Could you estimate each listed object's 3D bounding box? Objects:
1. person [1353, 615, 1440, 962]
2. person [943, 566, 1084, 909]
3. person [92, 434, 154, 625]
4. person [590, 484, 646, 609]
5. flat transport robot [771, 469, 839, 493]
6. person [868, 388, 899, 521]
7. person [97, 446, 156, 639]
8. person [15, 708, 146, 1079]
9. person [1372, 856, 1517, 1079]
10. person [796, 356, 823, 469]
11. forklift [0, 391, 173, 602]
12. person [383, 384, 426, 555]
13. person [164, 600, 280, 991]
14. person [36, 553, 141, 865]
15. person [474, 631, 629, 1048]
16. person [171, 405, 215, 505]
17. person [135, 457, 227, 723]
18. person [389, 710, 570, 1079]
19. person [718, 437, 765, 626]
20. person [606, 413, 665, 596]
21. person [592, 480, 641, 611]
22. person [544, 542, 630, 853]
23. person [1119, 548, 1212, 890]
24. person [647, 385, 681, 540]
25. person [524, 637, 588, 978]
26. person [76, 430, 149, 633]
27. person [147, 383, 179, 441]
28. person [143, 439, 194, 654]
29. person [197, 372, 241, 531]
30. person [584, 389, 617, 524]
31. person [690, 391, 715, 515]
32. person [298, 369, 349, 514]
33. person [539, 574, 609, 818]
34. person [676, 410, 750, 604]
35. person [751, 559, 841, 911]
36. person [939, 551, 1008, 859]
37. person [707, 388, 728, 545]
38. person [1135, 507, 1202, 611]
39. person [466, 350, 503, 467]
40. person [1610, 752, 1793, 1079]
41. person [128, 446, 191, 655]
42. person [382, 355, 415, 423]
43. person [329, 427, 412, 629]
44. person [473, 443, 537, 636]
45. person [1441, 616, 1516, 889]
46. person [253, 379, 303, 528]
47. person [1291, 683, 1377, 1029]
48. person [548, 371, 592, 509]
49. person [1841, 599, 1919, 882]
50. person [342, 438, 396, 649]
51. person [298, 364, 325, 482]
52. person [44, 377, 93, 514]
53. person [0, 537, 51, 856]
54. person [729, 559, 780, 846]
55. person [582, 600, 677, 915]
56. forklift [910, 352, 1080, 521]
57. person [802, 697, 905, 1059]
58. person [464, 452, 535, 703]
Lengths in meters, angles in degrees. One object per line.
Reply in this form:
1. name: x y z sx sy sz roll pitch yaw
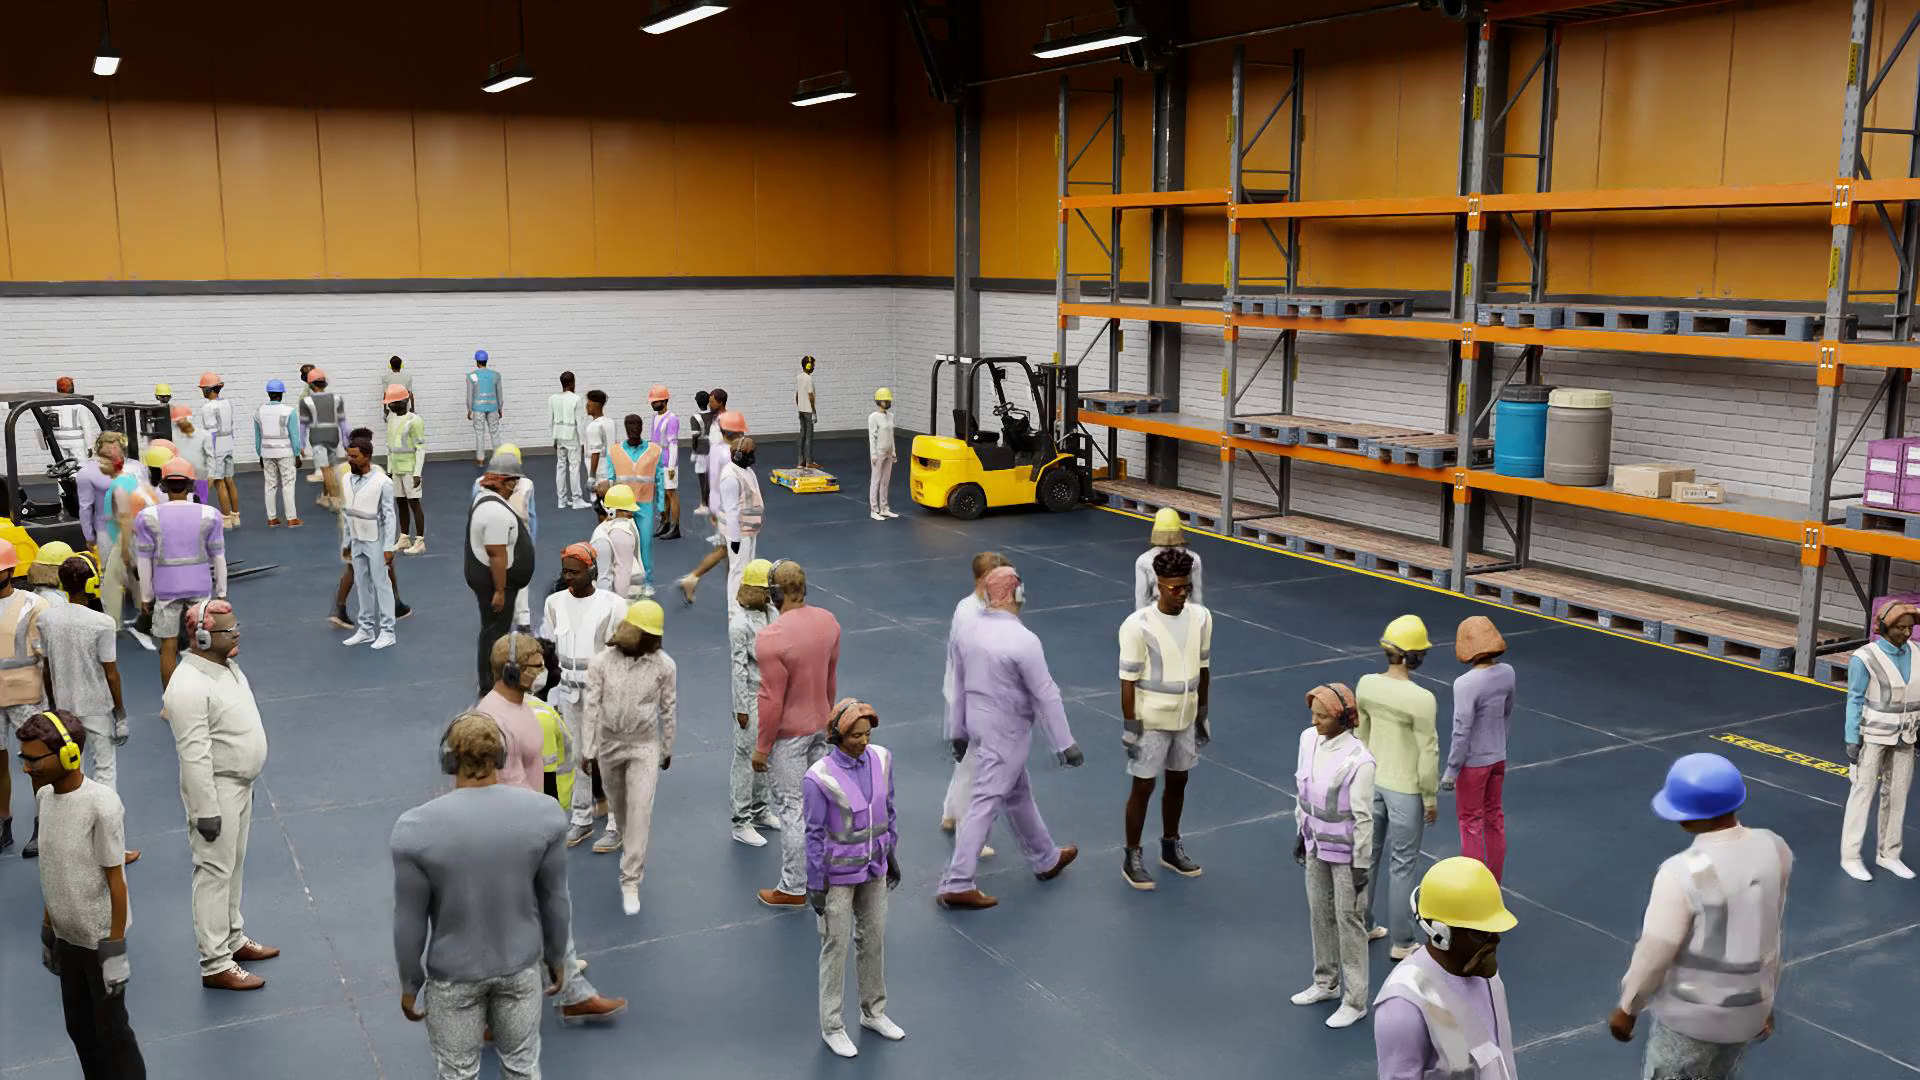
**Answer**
1. person: 2.228 1.249 8.458 0.328 1.763 0.530 -6 12 -33
2. person: 0.291 1.079 9.201 0.992 1.846 0.726 -6 11 -30
3. person: -7.904 -0.084 15.768 0.469 1.891 0.696 -4 11 -21
4. person: -2.620 0.471 12.801 0.403 1.819 0.602 1 10 8
5. flat transport robot: -2.364 -0.917 25.231 0.652 0.197 1.431 -4 11 -22
6. person: -1.028 -1.155 22.293 0.305 1.772 0.525 6 12 32
7. person: -7.744 0.027 15.343 0.570 1.815 0.674 -3 10 -18
8. person: -3.400 1.558 6.446 0.525 1.856 0.344 6 11 30
9. person: 1.454 1.823 4.965 0.403 1.834 0.588 8 13 39
10. person: -2.522 -2.110 27.521 0.328 1.865 0.520 -7 12 -35
11. forklift: -9.026 -0.363 16.508 1.214 2.155 2.313 6 11 29
12. person: -6.588 -0.831 19.672 0.605 2.034 0.392 7 12 34
13. person: -3.604 1.231 8.160 0.407 1.910 0.638 -2 10 -10
14. person: -5.055 1.002 9.621 0.511 1.862 0.325 2 10 9
15. person: -1.874 1.351 7.449 0.768 1.910 0.648 -1 10 -4
16. person: -9.369 -0.783 20.301 0.538 1.713 0.634 -4 11 -22
17. person: -5.941 0.379 12.731 0.612 2.029 0.409 -6 11 -29
18. person: -1.749 1.576 6.119 0.636 1.931 0.377 -5 11 -27
19. person: -2.087 -0.077 15.927 0.429 1.830 0.639 1 10 7
20. person: -3.383 -0.368 17.349 0.597 1.917 0.377 -1 10 -8
21. person: -2.670 0.449 12.850 0.429 1.844 0.626 -3 10 -15
22. person: -2.225 0.936 9.964 0.568 1.878 0.351 3 10 18
23. person: 1.167 0.998 9.392 0.618 1.954 0.401 -6 12 -31
24. person: -3.708 -0.966 20.748 0.388 1.930 0.544 -8 12 -37
25. person: -2.070 1.316 8.270 0.318 1.700 0.535 -5 11 -25
26. person: -7.931 -0.080 15.663 0.637 1.926 0.367 -9 13 -43
27. person: -11.035 -1.303 23.159 0.315 1.768 0.526 9 13 41
28. person: -7.029 0.057 14.853 0.388 1.930 0.544 0 10 -3
29. person: -9.568 -1.137 21.404 0.391 2.041 0.615 1 10 3
30. person: -4.269 -0.799 19.704 0.371 1.960 0.642 2 10 11
31. person: -3.468 -1.191 22.697 0.321 1.699 0.535 8 12 37
32. person: -8.755 -1.361 22.898 0.612 1.985 1.067 -9 13 -41
33. person: -2.374 0.998 10.232 0.535 1.658 0.808 10 14 44
34. person: -2.445 -0.317 16.833 0.908 2.010 0.618 -5 11 -27
35. person: -0.904 1.058 9.087 0.371 1.934 0.627 6 12 32
36. person: 0.053 0.972 9.987 0.423 1.811 0.625 3 10 16
37. person: -2.906 -0.899 20.387 0.381 1.918 0.596 -4 10 -20
38. person: 1.522 0.622 12.209 0.486 1.718 0.710 2 10 11
39. person: -7.936 -2.196 27.773 0.614 1.945 0.394 -7 12 -34
40. person: 2.636 1.639 5.917 0.649 1.884 0.627 -5 11 -25
41. person: -7.086 0.093 14.754 0.899 1.890 0.582 2 10 13
42. person: -9.312 -2.122 27.600 0.520 1.862 0.328 -4 11 -21
43. person: -5.733 -0.116 15.922 0.625 1.927 0.854 3 10 18
44. person: -4.261 -0.014 15.601 0.620 1.805 0.711 -5 11 -27
45. person: 2.806 1.215 9.040 0.498 1.633 0.279 -8 13 -39
46. person: -8.839 -1.116 21.593 0.605 1.939 0.415 2 10 9
47. person: 1.737 1.449 7.722 0.324 1.630 0.506 -4 11 -23
48. person: -5.477 -1.394 23.237 0.587 1.920 0.394 5 11 28
49. person: 5.273 1.136 9.500 0.529 1.631 0.312 -2 10 -14
50. person: -5.353 0.022 15.087 0.588 1.920 0.398 5 11 28
51. person: -10.109 -1.833 26.016 0.430 1.836 0.626 -4 11 -22
52. person: -12.158 -1.289 22.737 0.580 1.883 0.352 -1 10 -4
53. person: -5.638 0.929 9.851 0.551 1.934 0.381 0 10 -3
54. person: -1.211 0.970 10.131 0.317 1.742 0.492 4 11 23
55. person: -1.832 1.138 9.331 0.509 1.680 0.894 -1 10 -3
56. forklift: 0.460 -1.461 22.833 2.313 2.155 1.214 -5 11 -28
57. person: -0.486 1.494 7.444 0.324 1.631 0.523 9 13 43
58. person: -3.649 0.287 13.211 0.539 2.000 0.699 -4 11 -24
